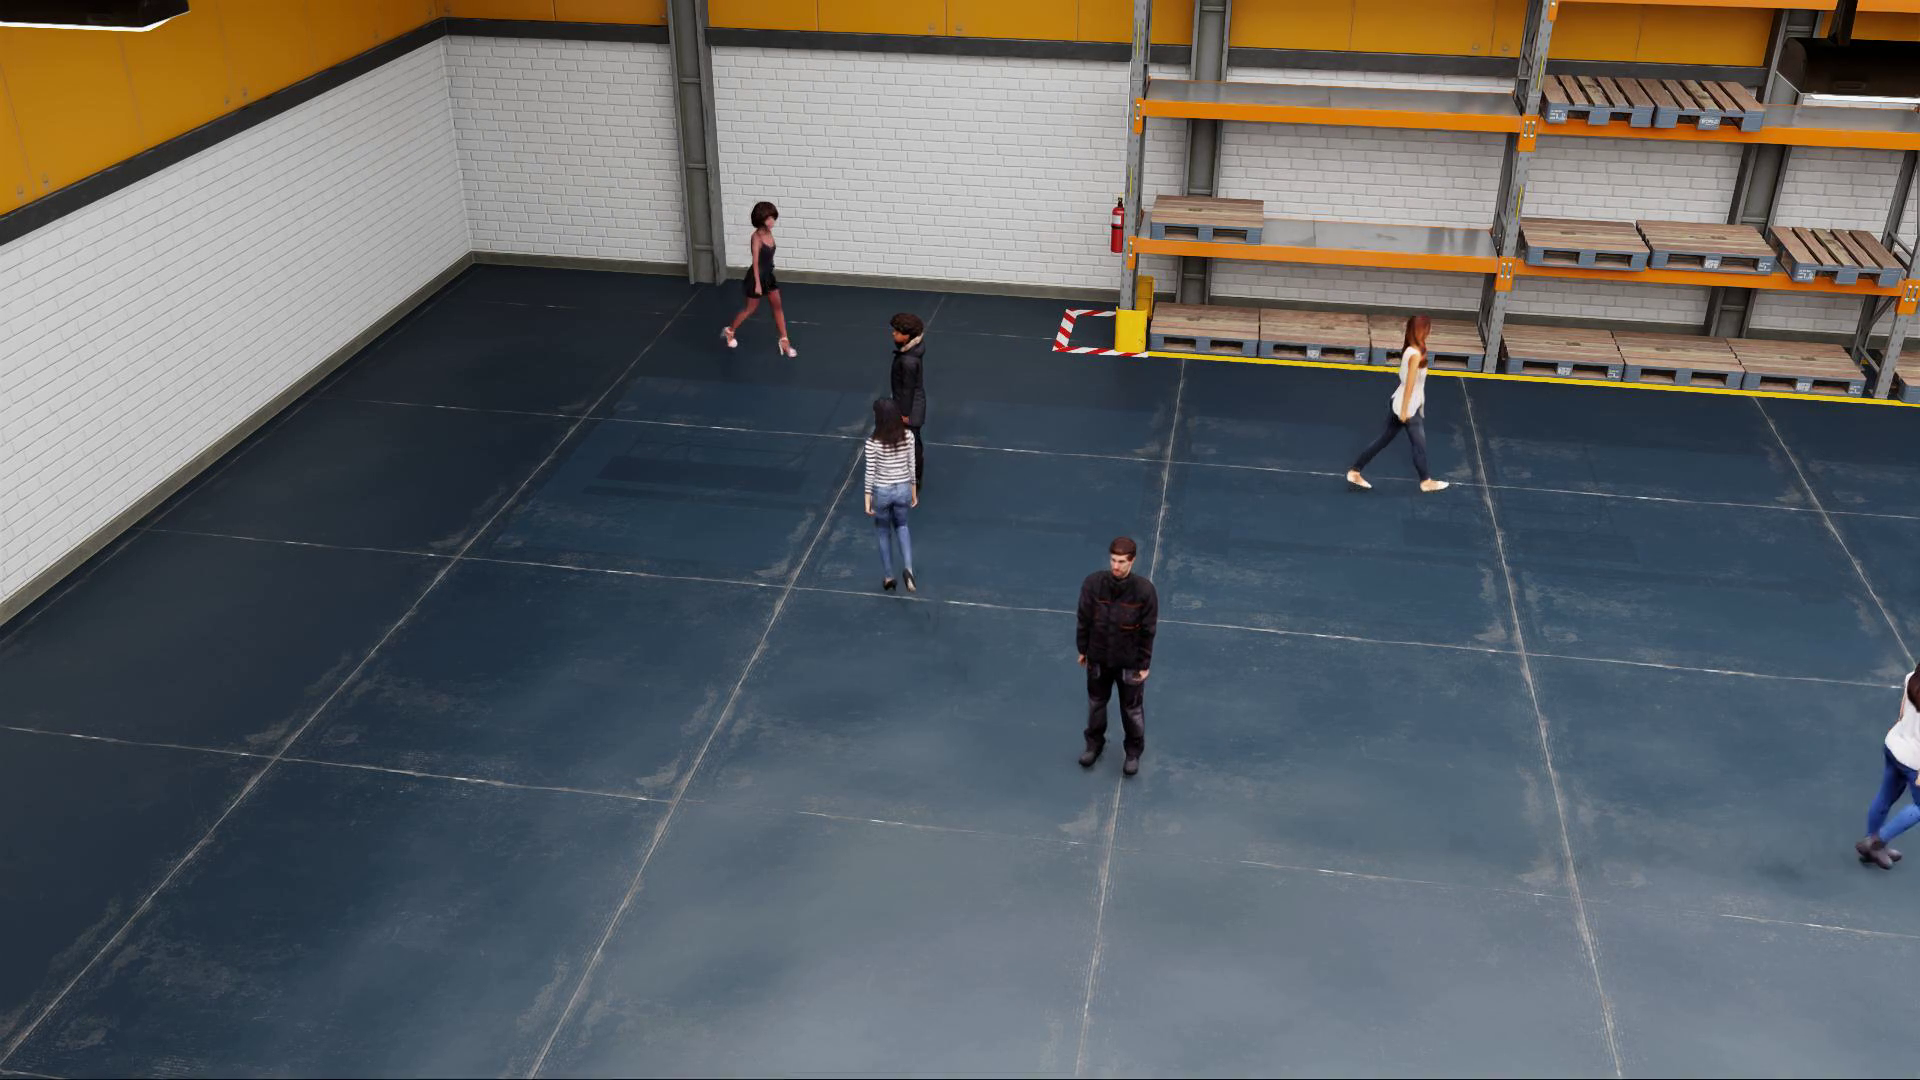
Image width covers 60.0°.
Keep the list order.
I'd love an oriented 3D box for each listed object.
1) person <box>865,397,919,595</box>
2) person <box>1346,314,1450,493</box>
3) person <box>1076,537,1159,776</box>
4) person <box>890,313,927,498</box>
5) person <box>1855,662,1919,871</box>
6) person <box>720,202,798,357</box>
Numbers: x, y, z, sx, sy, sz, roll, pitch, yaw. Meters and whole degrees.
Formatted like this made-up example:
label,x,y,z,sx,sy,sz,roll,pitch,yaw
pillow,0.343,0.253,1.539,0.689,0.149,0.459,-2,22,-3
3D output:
label,x,y,z,sx,sy,sz,roll,pitch,yaw
person,-0.524,-0.296,13.500,0.832,1.780,0.865,-11,31,-20
person,3.976,-1.207,15.215,1.183,1.738,0.674,2,29,4
person,1.085,0.784,11.460,0.585,1.838,0.813,10,30,18
person,-0.449,-1.254,15.261,0.619,1.775,0.641,1,29,2
person,5.921,1.389,10.517,0.646,1.679,0.654,1,29,2
person,-2.264,-2.831,18.181,1.186,1.749,0.794,10,30,18
